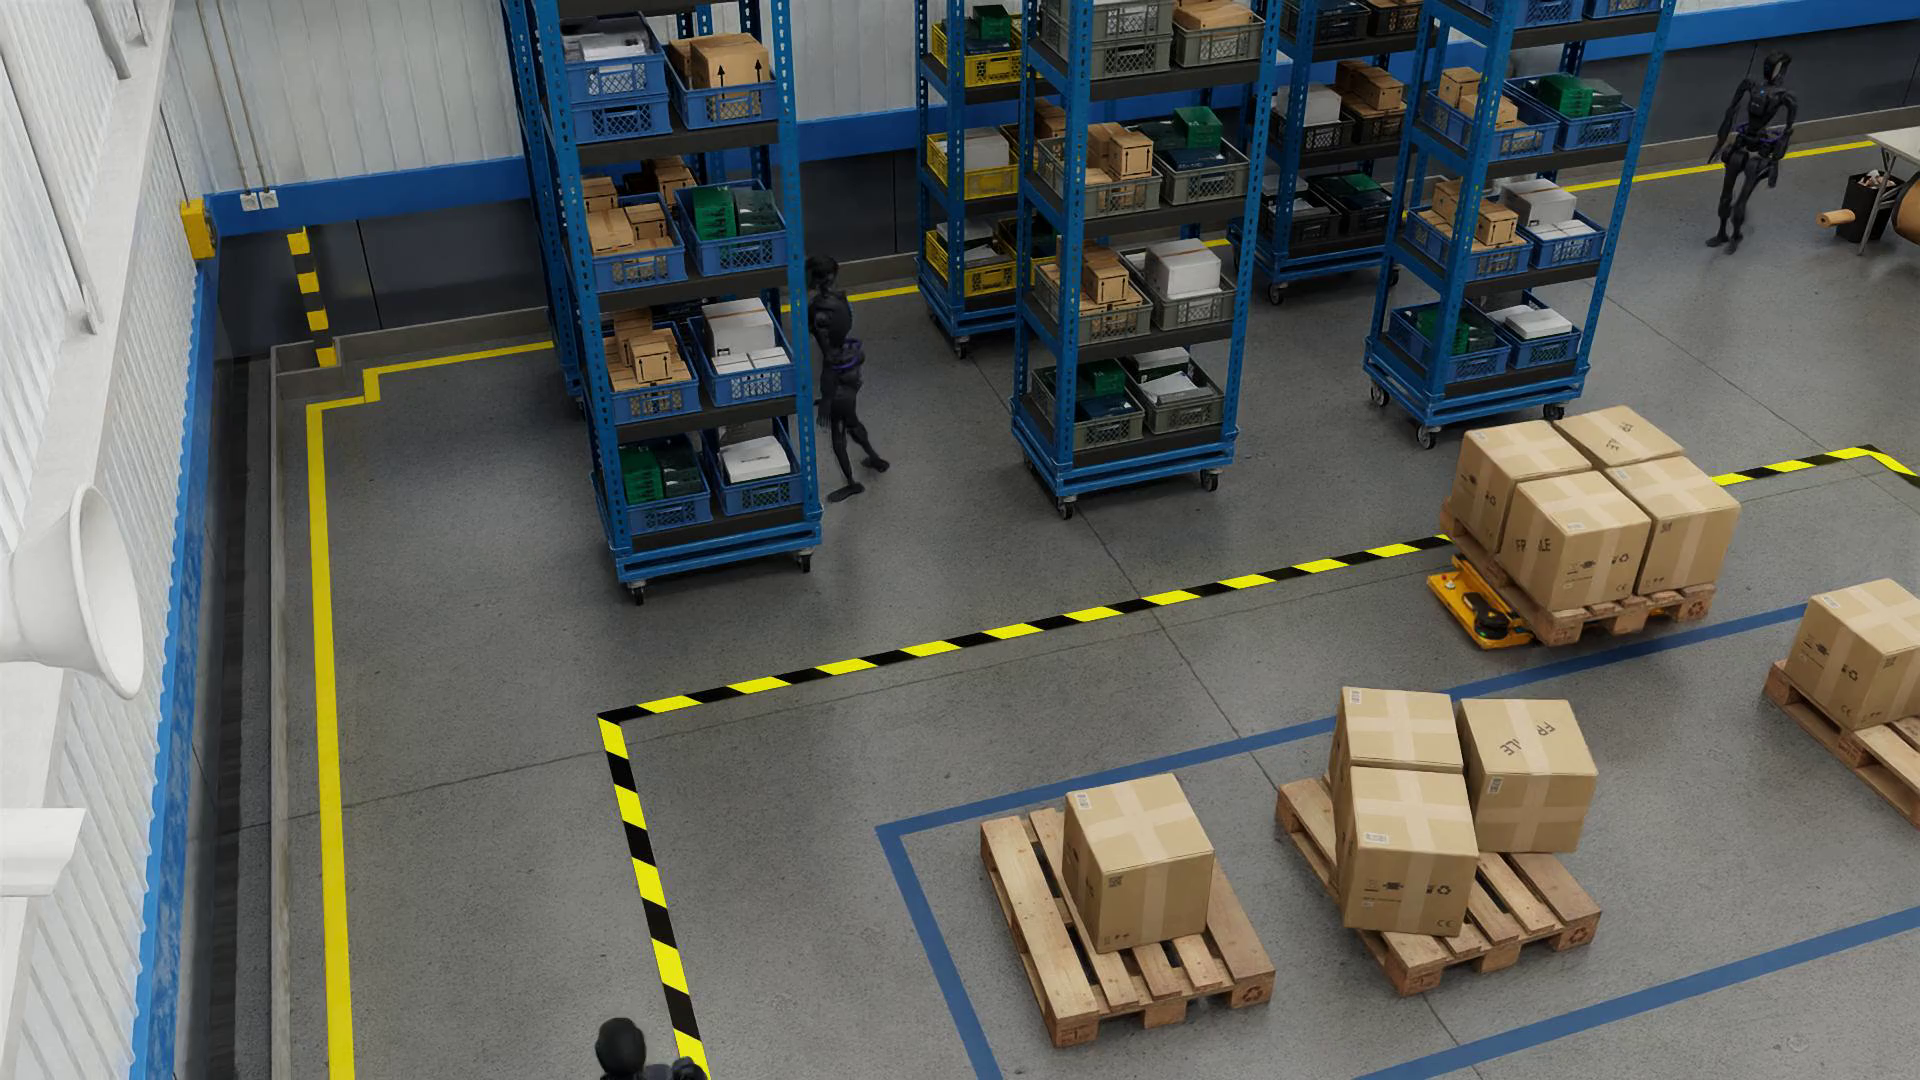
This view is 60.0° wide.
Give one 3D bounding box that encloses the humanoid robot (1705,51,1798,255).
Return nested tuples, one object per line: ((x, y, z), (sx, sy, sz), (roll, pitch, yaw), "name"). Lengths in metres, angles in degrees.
((6.256, -3.085, 13.207), (0.346, 1.640, 0.608), (-23, 41, -29), "humanoid robot")

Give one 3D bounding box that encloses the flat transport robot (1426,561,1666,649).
((3.525, 0.256, 9.669), (1.431, 0.197, 0.652), (-9, 36, -13), "flat transport robot")

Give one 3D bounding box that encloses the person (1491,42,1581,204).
((4.628, -3.477, 13.537), (0.630, 1.938, 0.360), (9, 36, 12), "person")

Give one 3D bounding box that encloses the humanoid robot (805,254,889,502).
((-0.694, -1.009, 10.269), (0.457, 1.647, 0.606), (3, 35, 5), "humanoid robot")

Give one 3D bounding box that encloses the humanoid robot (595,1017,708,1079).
((-1.042, 2.242, 5.664), (0.599, 1.635, 0.643), (-18, 39, -23), "humanoid robot")
